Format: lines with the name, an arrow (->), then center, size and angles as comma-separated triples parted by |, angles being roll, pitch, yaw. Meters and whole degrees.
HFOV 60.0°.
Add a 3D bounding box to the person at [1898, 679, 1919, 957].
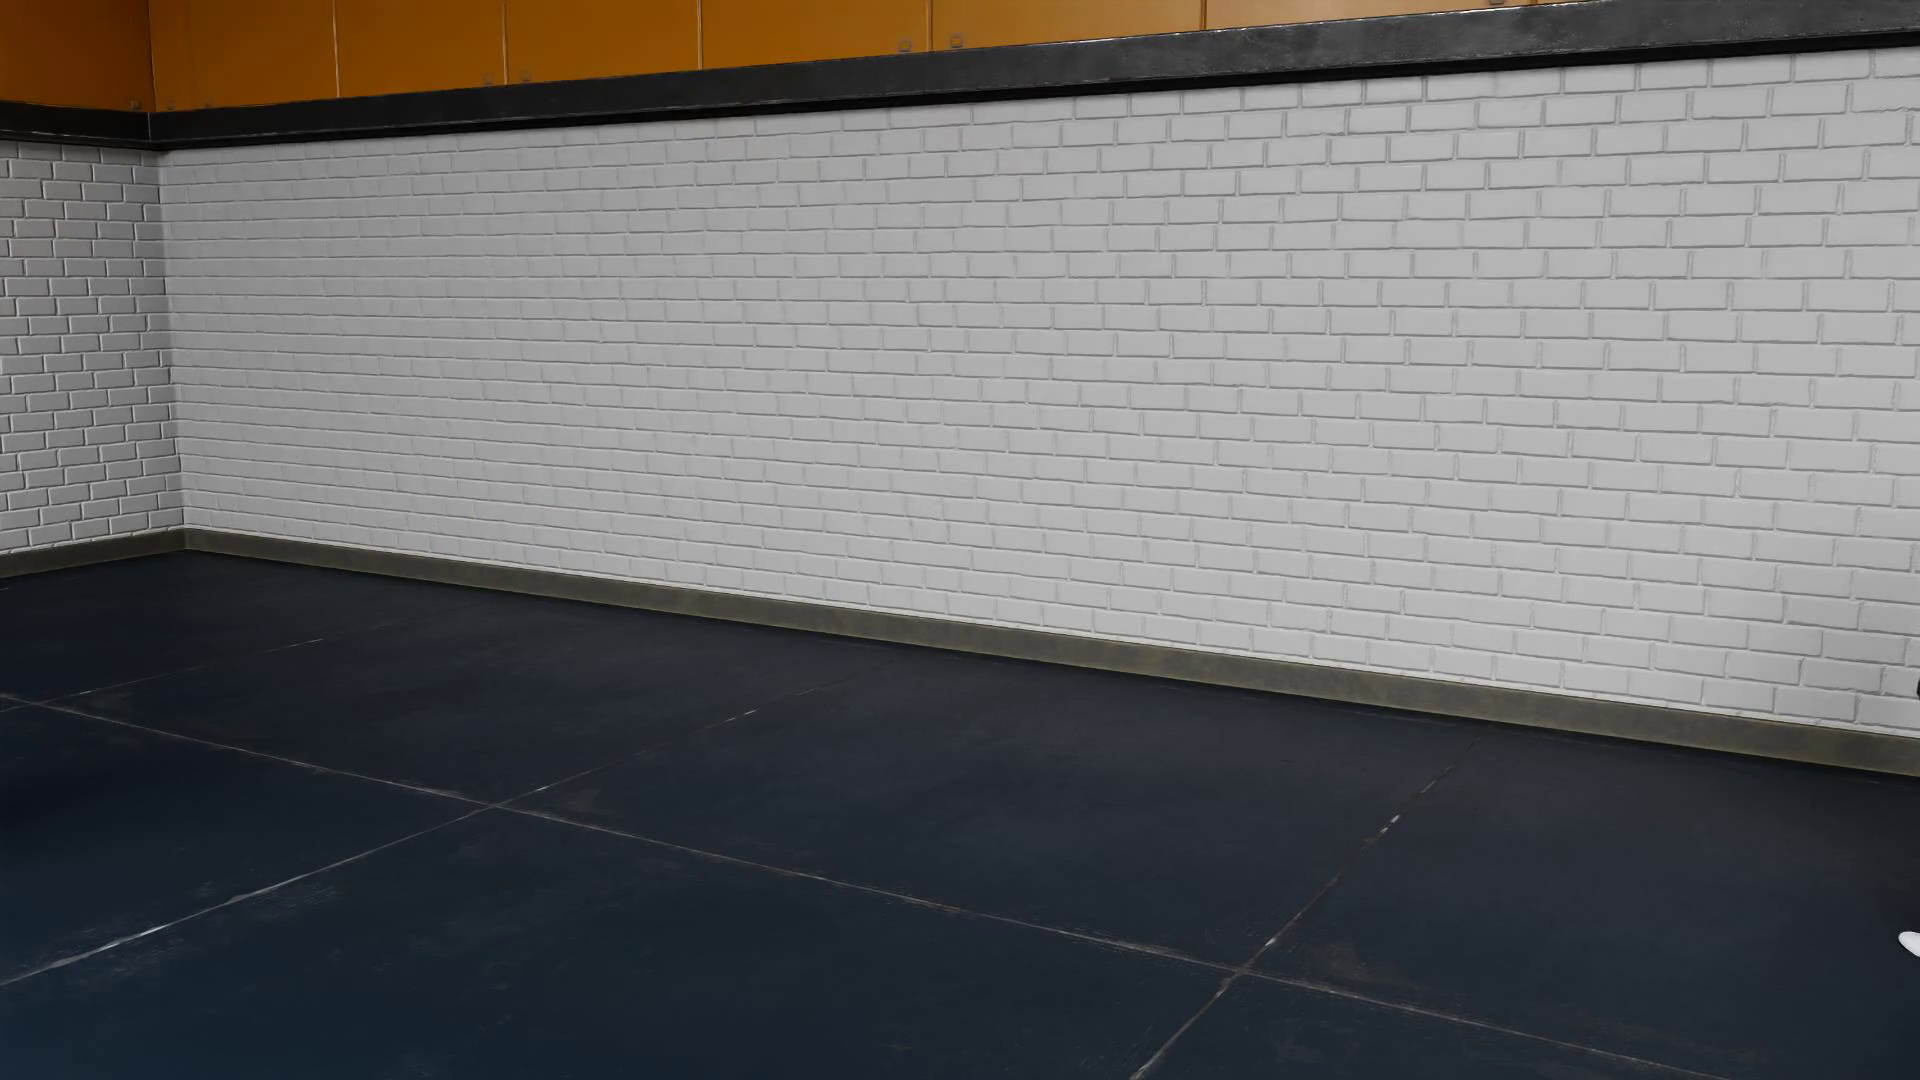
person -> 3.055, 0.316, 4.779 | 0.642, 1.906, 0.410 | -2, 9, -10
